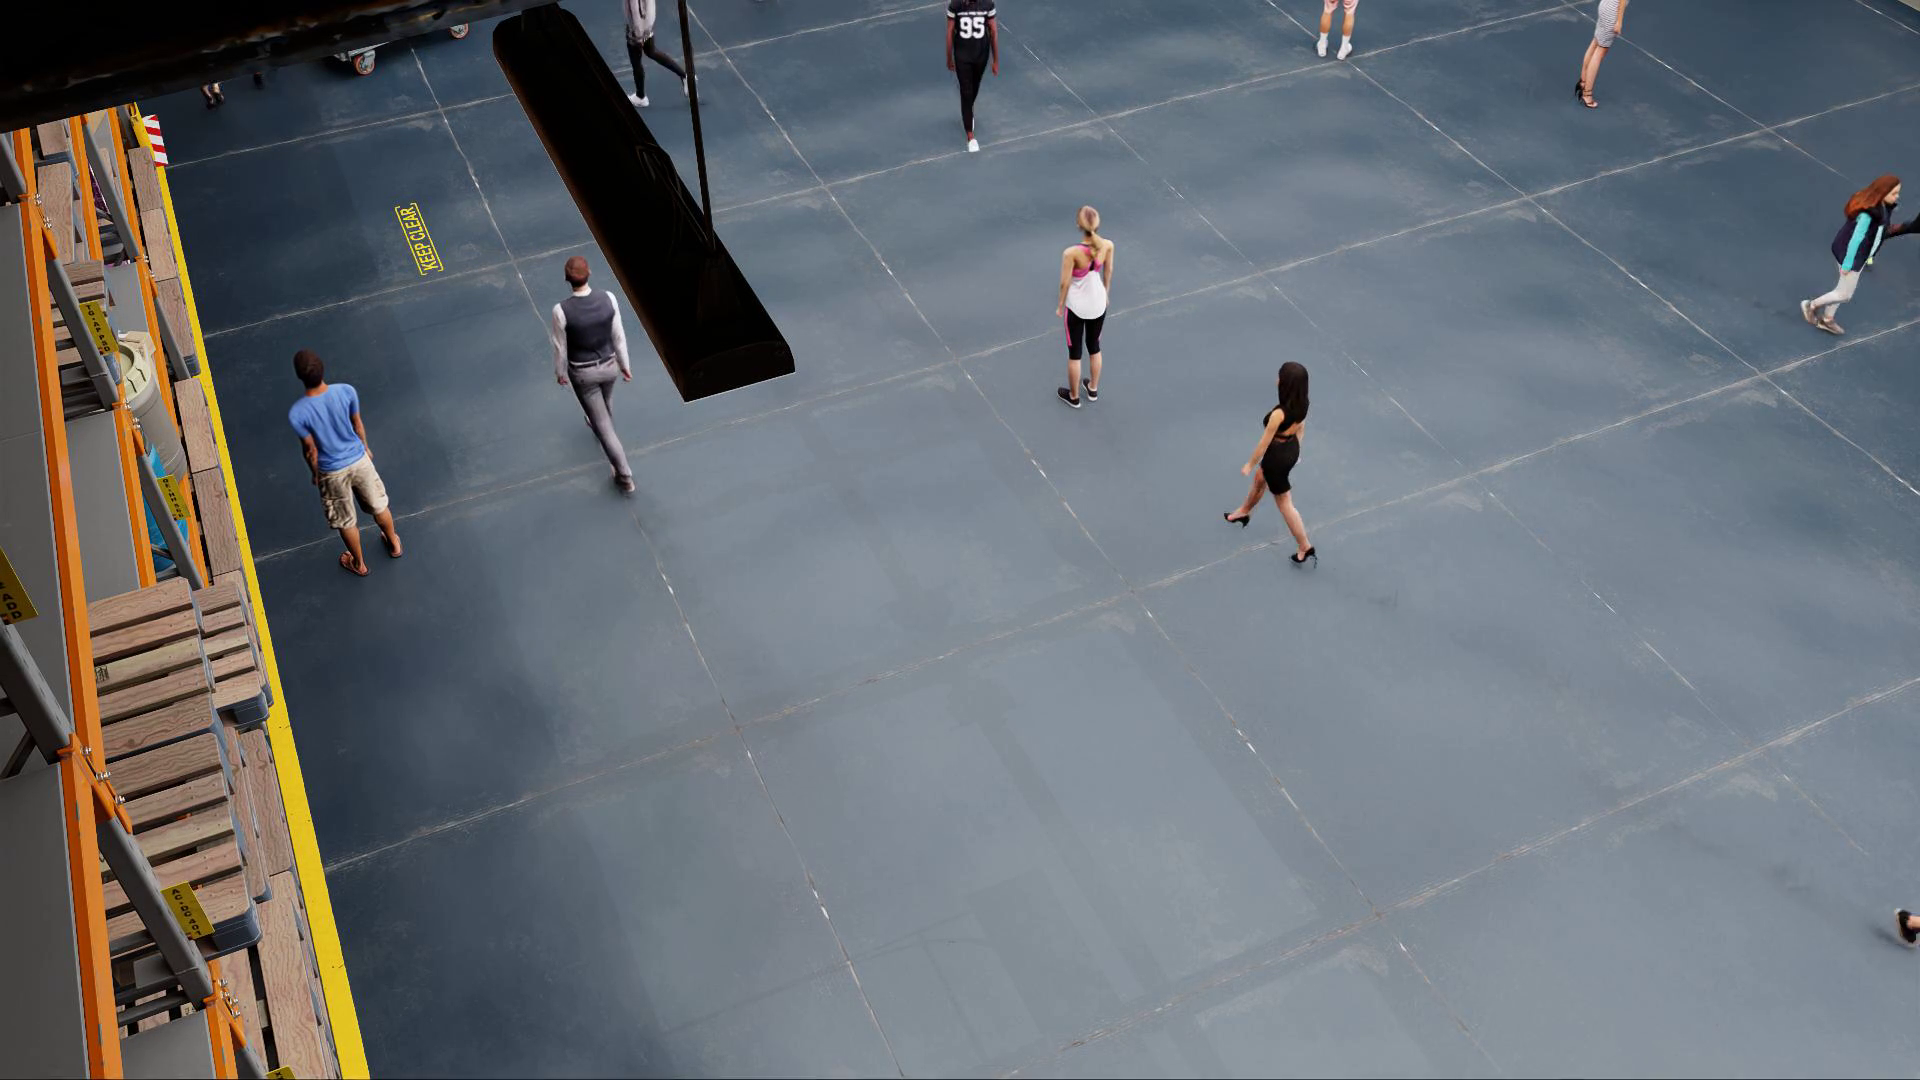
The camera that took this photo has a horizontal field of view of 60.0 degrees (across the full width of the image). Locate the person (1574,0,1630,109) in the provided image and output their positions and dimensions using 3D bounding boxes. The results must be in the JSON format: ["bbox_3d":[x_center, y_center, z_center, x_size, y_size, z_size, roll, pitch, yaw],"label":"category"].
[{"bbox_3d":[6.418,-5.184,16.440,0.732,1.822,0.636,6,44,6],"label":"person"}]

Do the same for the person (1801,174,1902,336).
[{"bbox_3d":[7.327,-2.378,13.729,0.732,1.498,0.683,33,53,30],"label":"person"}]

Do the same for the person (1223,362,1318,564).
[{"bbox_3d":[2.306,-0.491,11.669,1.119,1.608,0.870,30,51,28],"label":"person"}]

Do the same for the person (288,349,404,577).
[{"bbox_3d":[-4.282,-0.537,11.531,0.716,1.864,0.678,-33,52,-29],"label":"person"}]

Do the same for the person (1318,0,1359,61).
[{"bbox_3d":[3.978,-5.845,17.162,0.718,1.784,0.760,10,44,10],"label":"person"}]

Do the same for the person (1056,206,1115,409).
[{"bbox_3d":[0.973,-1.803,12.915,0.595,1.788,0.504,-18,47,-18],"label":"person"}]

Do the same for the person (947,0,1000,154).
[{"bbox_3d":[0.104,-4.672,16.004,0.856,1.682,1.221,-6,44,-6],"label":"person"}]

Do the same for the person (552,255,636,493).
[{"bbox_3d":[-2.651,-1.183,12.194,0.776,1.885,1.239,-23,48,-22],"label":"person"}]

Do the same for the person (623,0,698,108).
[{"bbox_3d":[-3.053,-5.070,16.367,1.015,1.758,1.071,3,44,3],"label":"person"}]
